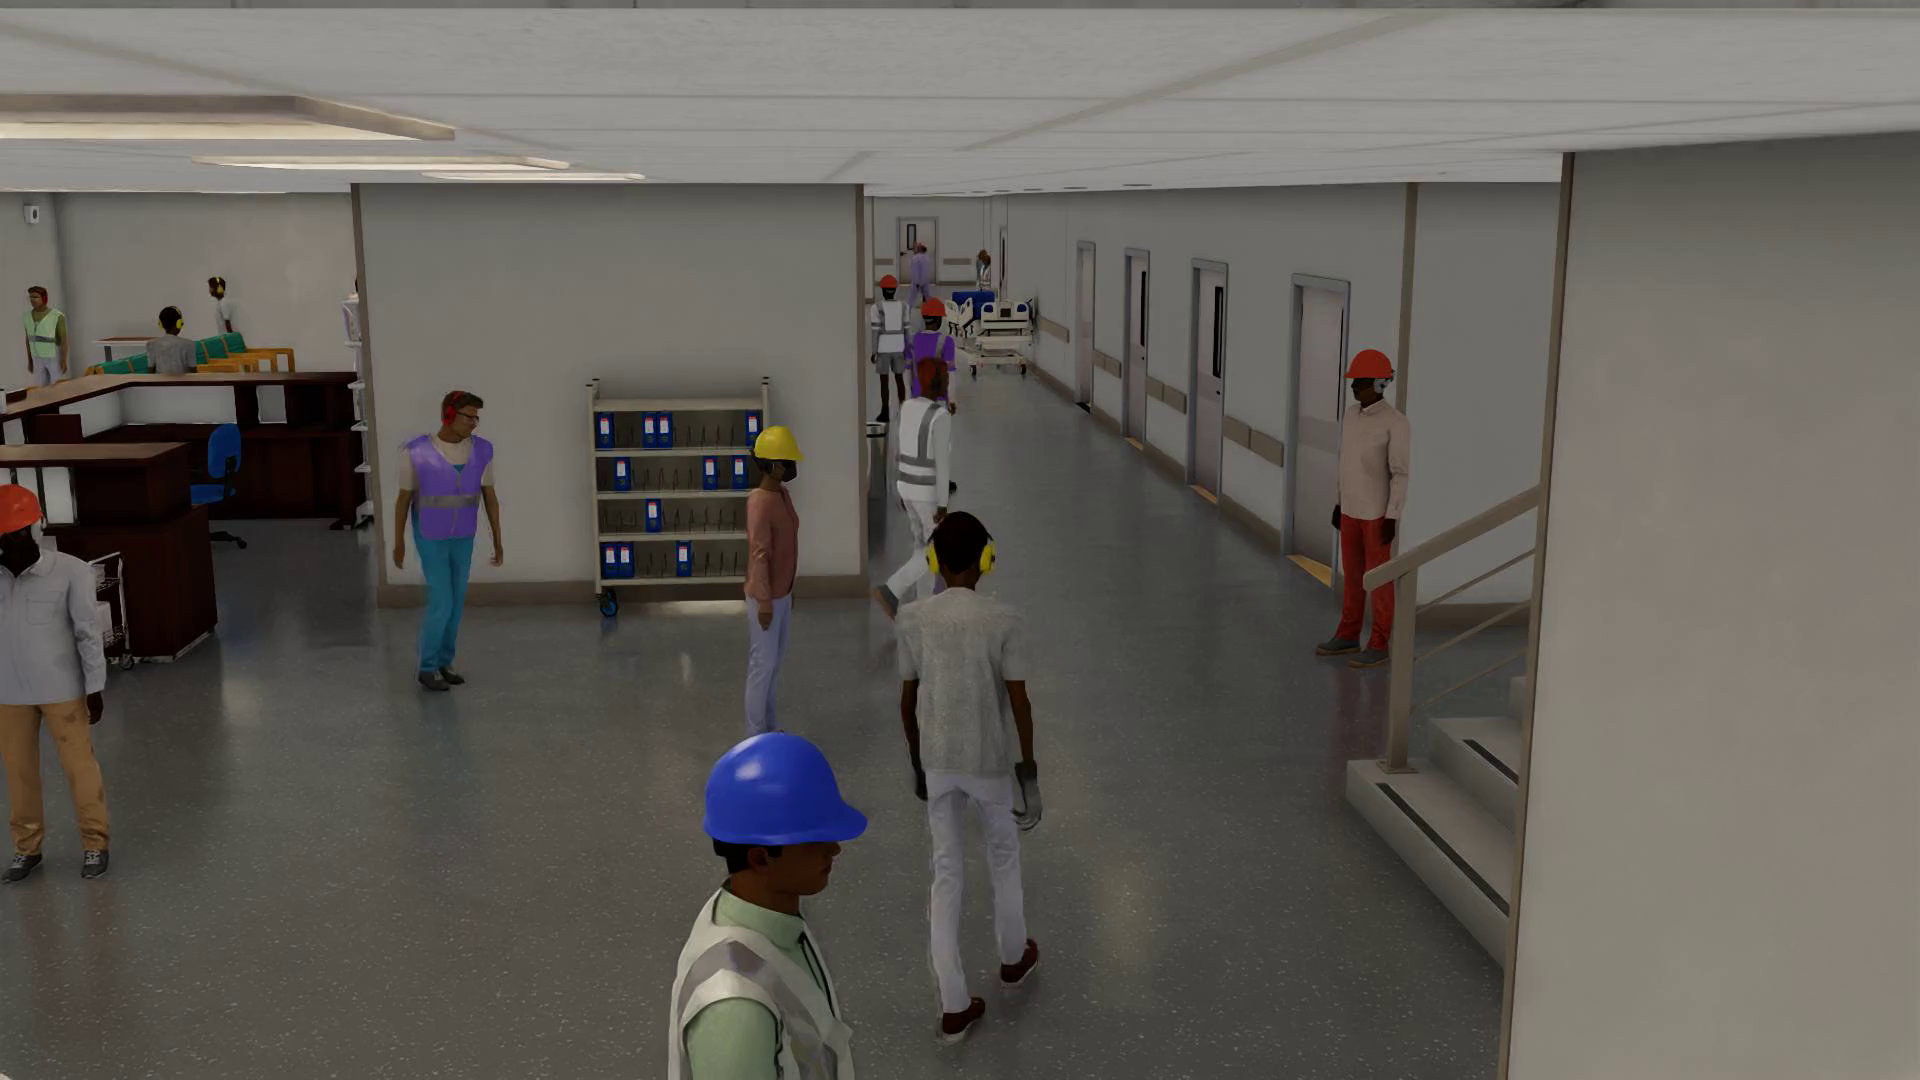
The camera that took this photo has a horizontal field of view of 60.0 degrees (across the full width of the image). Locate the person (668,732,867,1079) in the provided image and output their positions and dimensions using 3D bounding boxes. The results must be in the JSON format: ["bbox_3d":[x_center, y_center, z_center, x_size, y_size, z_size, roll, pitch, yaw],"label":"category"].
[{"bbox_3d":[-0.364,1.308,3.198,0.387,1.948,0.602,-1,12,-4],"label":"person"}]

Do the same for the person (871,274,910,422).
[{"bbox_3d":[-0.931,-2.531,21.990,0.551,1.935,0.372,-5,13,-24],"label":"person"}]

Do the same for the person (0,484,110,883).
[{"bbox_3d":[-3.939,0.617,7.085,0.563,1.742,0.361,-1,12,-7],"label":"person"}]

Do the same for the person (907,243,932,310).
[{"bbox_3d":[-1.024,-6.458,41.392,1.011,1.852,0.643,8,14,35],"label":"person"}]

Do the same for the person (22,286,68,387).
[{"bbox_3d":[-11.454,-2.263,20.900,0.565,1.846,0.388,2,12,11],"label":"person"}]

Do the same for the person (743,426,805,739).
[{"bbox_3d":[-0.952,0.283,8.659,0.327,1.767,0.533,2,12,8],"label":"person"}]

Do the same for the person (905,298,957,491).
[{"bbox_3d":[-0.279,-1.453,16.714,0.548,1.936,0.378,6,13,25],"label":"person"}]

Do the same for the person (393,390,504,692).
[{"bbox_3d":[-3.061,0.000,9.934,0.548,1.803,0.580,10,15,41],"label":"person"}]

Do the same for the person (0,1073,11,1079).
[{"bbox_3d":[-1.681,1.458,2.568,0.651,1.906,0.401,0,12,2],"label":"person"}]

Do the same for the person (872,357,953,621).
[{"bbox_3d":[-0.307,-0.314,11.339,0.646,1.869,0.588,-8,14,-33],"label":"person"}]

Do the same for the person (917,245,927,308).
[{"bbox_3d":[-1.024,-7.135,45.067,0.317,1.700,0.538,-1,12,-5],"label":"person"}]

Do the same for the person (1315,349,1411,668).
[{"bbox_3d":[2.543,-0.199,10.441,0.381,1.996,0.608,-5,13,-24],"label":"person"}]

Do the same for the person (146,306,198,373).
[{"bbox_3d":[-7.815,-1.394,16.610,0.534,1.864,0.309,0,12,-1],"label":"person"}]

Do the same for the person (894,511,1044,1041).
[{"bbox_3d":[0.064,0.803,5.983,0.578,1.819,0.841,3,12,14],"label":"person"}]

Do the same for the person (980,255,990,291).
[{"bbox_3d":[0.655,-5.917,39.299,0.323,1.630,0.503,-8,14,-35],"label":"person"}]
